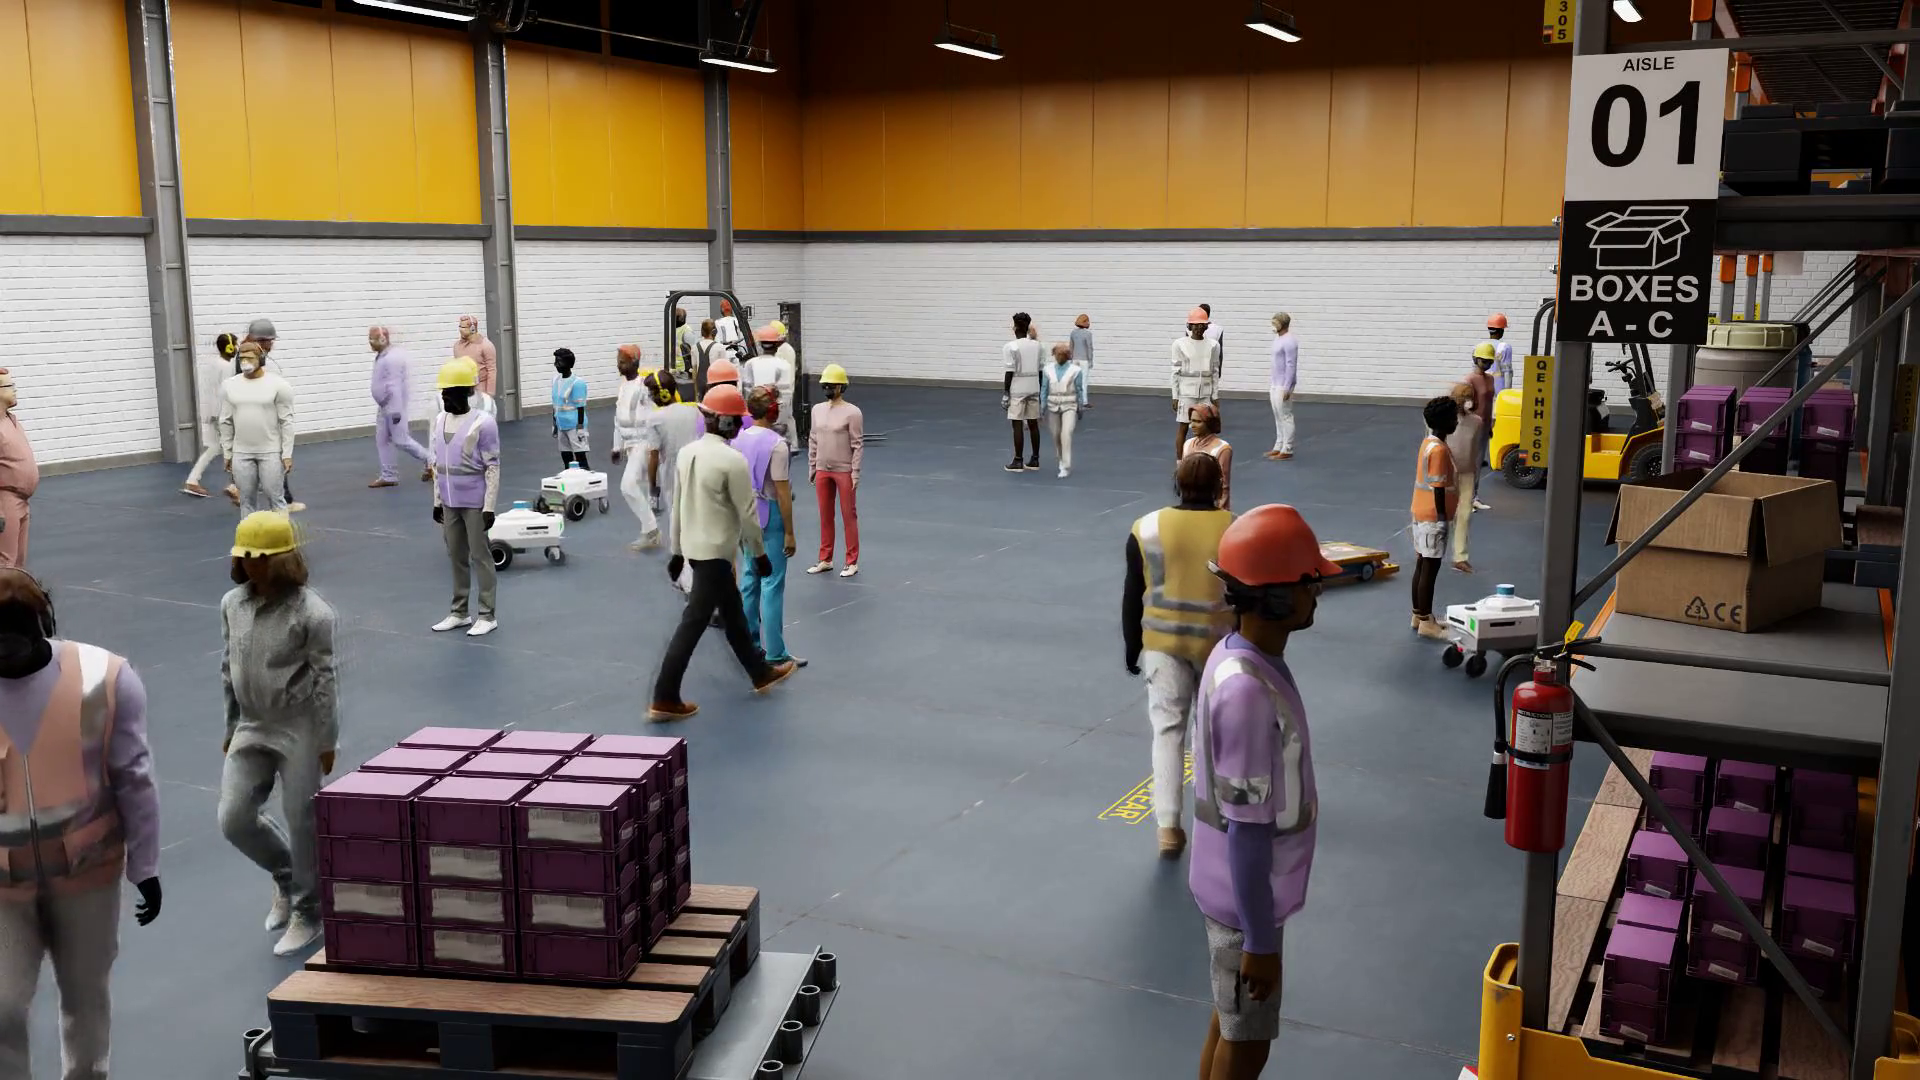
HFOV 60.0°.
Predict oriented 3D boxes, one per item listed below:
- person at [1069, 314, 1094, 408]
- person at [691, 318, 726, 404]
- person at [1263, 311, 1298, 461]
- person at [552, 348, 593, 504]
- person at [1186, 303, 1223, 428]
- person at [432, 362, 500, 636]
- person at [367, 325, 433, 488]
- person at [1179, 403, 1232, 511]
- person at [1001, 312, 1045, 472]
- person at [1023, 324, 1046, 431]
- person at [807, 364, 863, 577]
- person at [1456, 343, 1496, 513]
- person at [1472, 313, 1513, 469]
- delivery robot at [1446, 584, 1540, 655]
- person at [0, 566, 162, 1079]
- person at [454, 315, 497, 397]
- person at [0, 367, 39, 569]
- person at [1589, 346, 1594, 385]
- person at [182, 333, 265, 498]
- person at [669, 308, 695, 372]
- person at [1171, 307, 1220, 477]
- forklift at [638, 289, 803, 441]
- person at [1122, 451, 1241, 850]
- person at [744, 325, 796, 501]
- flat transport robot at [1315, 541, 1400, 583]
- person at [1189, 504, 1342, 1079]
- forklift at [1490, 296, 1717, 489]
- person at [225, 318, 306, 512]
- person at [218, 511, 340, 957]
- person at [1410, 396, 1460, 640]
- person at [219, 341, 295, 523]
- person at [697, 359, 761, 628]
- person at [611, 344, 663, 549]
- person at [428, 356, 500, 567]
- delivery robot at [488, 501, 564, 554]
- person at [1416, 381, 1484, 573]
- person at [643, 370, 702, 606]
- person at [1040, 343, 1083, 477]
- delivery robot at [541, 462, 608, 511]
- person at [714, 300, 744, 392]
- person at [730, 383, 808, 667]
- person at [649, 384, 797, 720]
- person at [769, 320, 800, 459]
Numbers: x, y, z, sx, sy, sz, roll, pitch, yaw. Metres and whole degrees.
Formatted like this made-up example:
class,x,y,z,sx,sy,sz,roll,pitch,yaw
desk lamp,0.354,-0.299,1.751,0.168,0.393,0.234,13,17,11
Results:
class,x,y,z,sx,sy,sz,roll,pitch,yaw
person,2.107,-3.097,28.835,0.277,1.632,0.502,-9,13,-42
person,-3.210,-1.927,21.455,0.508,1.846,0.345,3,10,19
person,4.179,-1.994,21.576,0.356,1.936,0.635,-1,10,-5
person,-4.159,-1.208,17.749,0.537,1.689,0.323,9,14,43
person,3.727,-2.651,25.433,0.597,1.916,0.371,-1,10,-7
person,-3.498,-0.288,11.721,0.586,1.928,0.369,6,11,29
person,-6.431,-1.540,19.124,0.752,1.873,0.646,-7,12,-37
person,1.759,-0.168,11.907,0.317,1.630,0.510,-6,11,-31
person,0.770,-1.819,20.475,0.608,1.965,0.369,-7,12,-34
person,1.042,-2.461,25.194,0.518,1.617,0.366,4,10,20
person,-1.044,-0.577,13.860,0.525,1.772,0.309,6,11,30
person,5.402,-1.170,17.313,0.527,1.763,0.332,-9,13,-42
person,6.642,-1.848,20.726,0.360,1.939,0.543,-9,13,-41
delivery robot,3.502,0.528,10.700,0.707,0.478,0.477,-3,10,-15
person,-2.593,0.983,4.704,0.631,1.814,0.791,-5,11,-29
person,-6.155,-1.879,21.009,0.642,1.905,0.399,5,11,26
person,-6.575,-0.239,11.485,0.410,1.913,0.651,-3,10,-15
person,9.457,-2.499,25.358,0.309,1.640,0.513,-3,10,-17
person,-8.190,-1.369,18.357,0.537,1.816,0.905,8,13,40
person,-4.334,-2.667,25.747,0.429,1.846,0.621,-6,12,-33
person,2.812,-1.741,19.801,0.606,2.044,0.373,-2,10,-13
forklift,-3.358,-2.392,23.136,2.313,2.155,1.214,-1,10,-5
person,1.063,0.482,7.671,0.639,1.797,0.945,2,10,11
person,-2.021,-1.339,17.848,0.551,1.911,0.725,2,10,13
flat transport robot,2.889,0.203,13.673,1.431,0.197,0.652,-7,12,-34
person,0.790,0.920,4.389,0.367,2.048,0.607,1,10,8
forklift,7.296,-1.677,18.993,2.313,2.155,1.214,5,11,27
person,-7.184,-1.274,17.105,0.727,2.000,0.647,7,12,37
person,-2.605,0.738,6.334,0.515,1.725,0.362,3,10,14
person,3.328,-0.159,11.650,0.318,1.697,0.535,1,10,7
person,-6.041,-0.741,14.317,0.631,1.940,0.372,0,10,-2
person,-1.668,-0.328,11.943,0.381,1.931,0.548,9,13,42
person,-2.918,-0.828,15.018,0.471,1.869,0.574,-6,12,-33
person,-4.274,-0.687,14.354,0.605,1.819,0.609,-5,11,-28
delivery robot,-3.774,-0.093,14.293,0.707,0.478,0.477,-4,11,-20
person,4.179,-0.553,14.164,0.519,1.613,0.646,-3,10,-16
person,-2.147,-0.409,12.799,0.595,1.807,0.664,-6,12,-32
person,1.267,-1.603,20.275,0.502,1.612,0.760,4,11,22
delivery robot,-3.928,-0.554,16.965,0.477,0.478,0.707,5,11,29
person,-3.935,-3.124,28.275,0.574,1.882,0.355,-8,12,-38
person,-1.273,-0.082,10.756,0.389,1.850,0.564,-9,13,-42
person,-1.411,0.059,9.713,1.069,1.930,0.601,-7,12,-35
person,-2.361,-1.944,21.645,0.463,1.829,0.603,-7,12,-34
